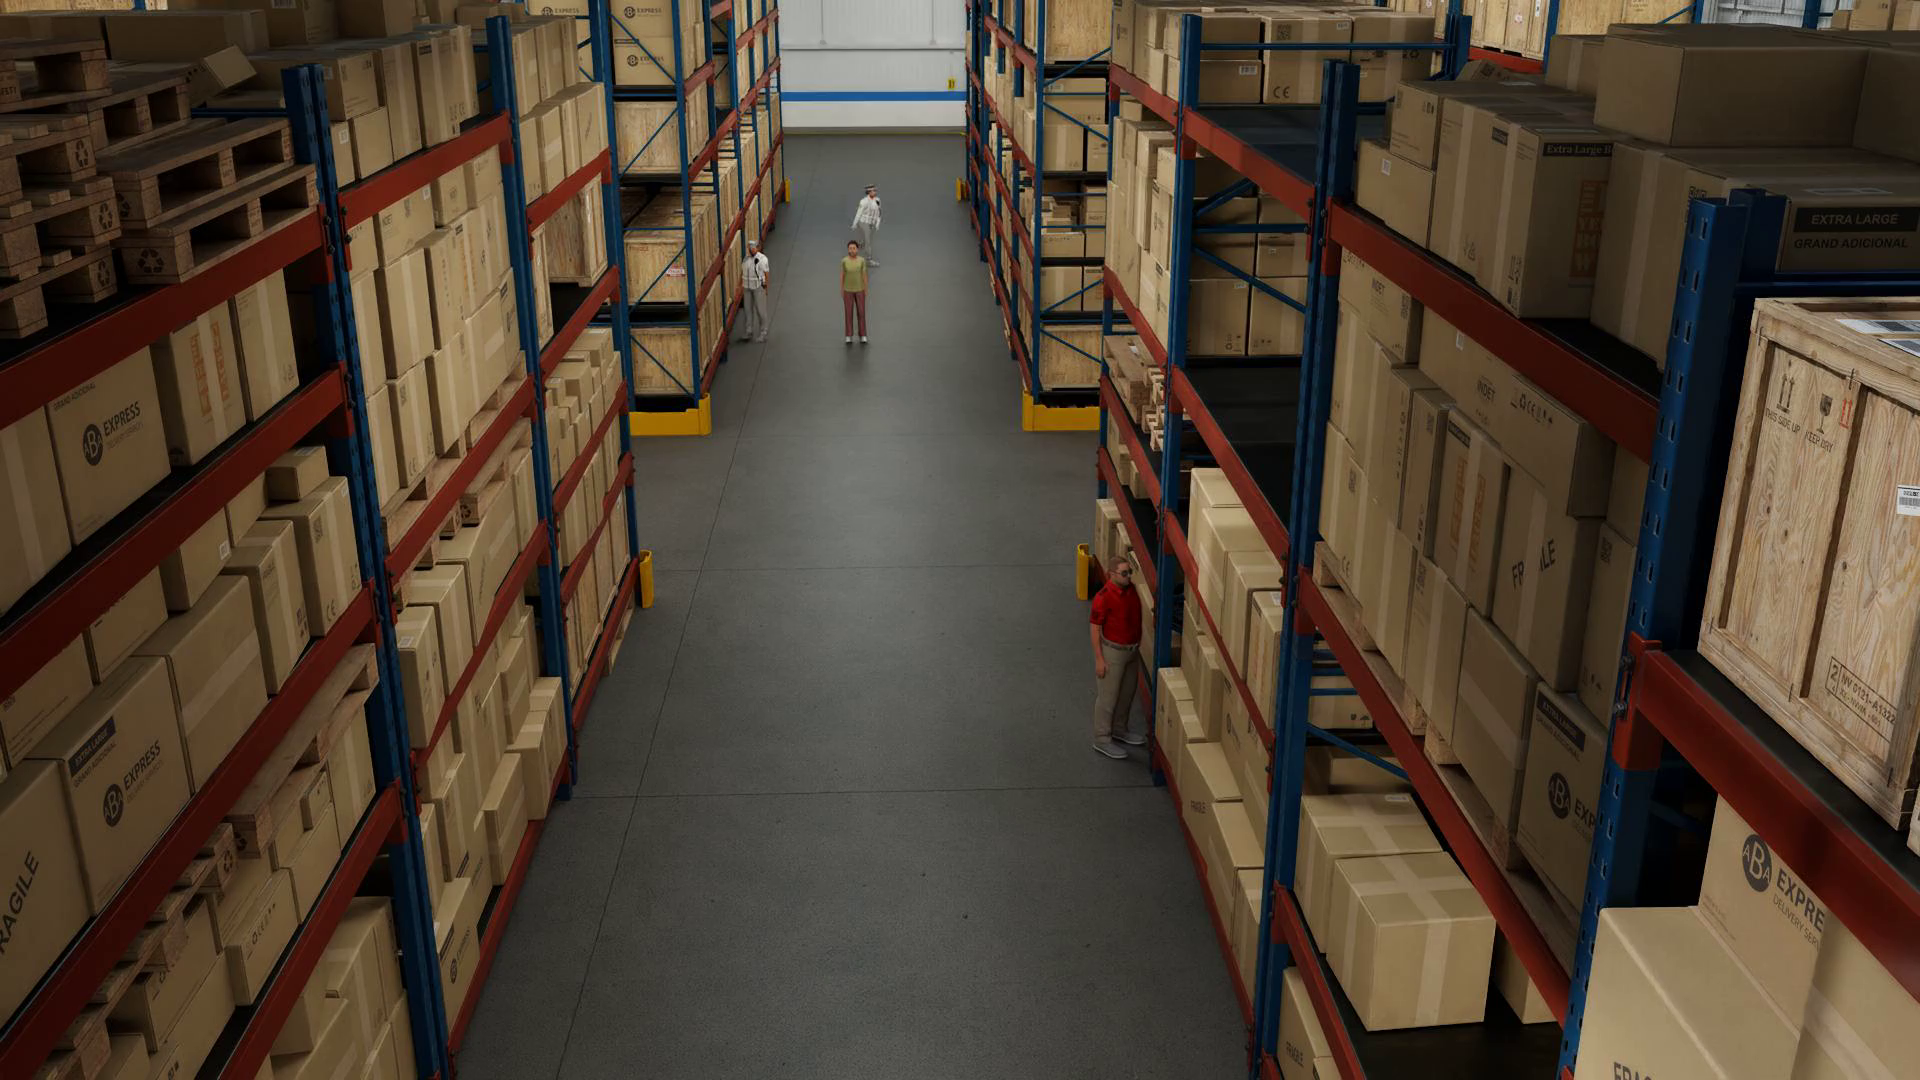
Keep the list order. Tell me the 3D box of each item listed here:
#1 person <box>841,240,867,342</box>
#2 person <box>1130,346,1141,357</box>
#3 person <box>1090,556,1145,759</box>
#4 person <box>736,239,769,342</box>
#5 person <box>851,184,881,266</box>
[{"bbox_3d":[-1.763,-4.145,27.722,0.436,1.673,0.405,-2,21,-6],"label":"person"},{"bbox_3d":[2.082,-1.584,20.707,0.378,1.794,0.532,-12,23,-29],"label":"person"},{"bbox_3d":[1.353,0.958,13.978,0.380,1.728,0.528,15,25,35],"label":"person"},{"bbox_3d":[-3.464,-4.196,27.849,0.497,1.672,0.470,11,23,27],"label":"person"},{"bbox_3d":[-1.914,-6.463,33.963,0.555,1.635,0.807,-18,27,-40],"label":"person"}]
